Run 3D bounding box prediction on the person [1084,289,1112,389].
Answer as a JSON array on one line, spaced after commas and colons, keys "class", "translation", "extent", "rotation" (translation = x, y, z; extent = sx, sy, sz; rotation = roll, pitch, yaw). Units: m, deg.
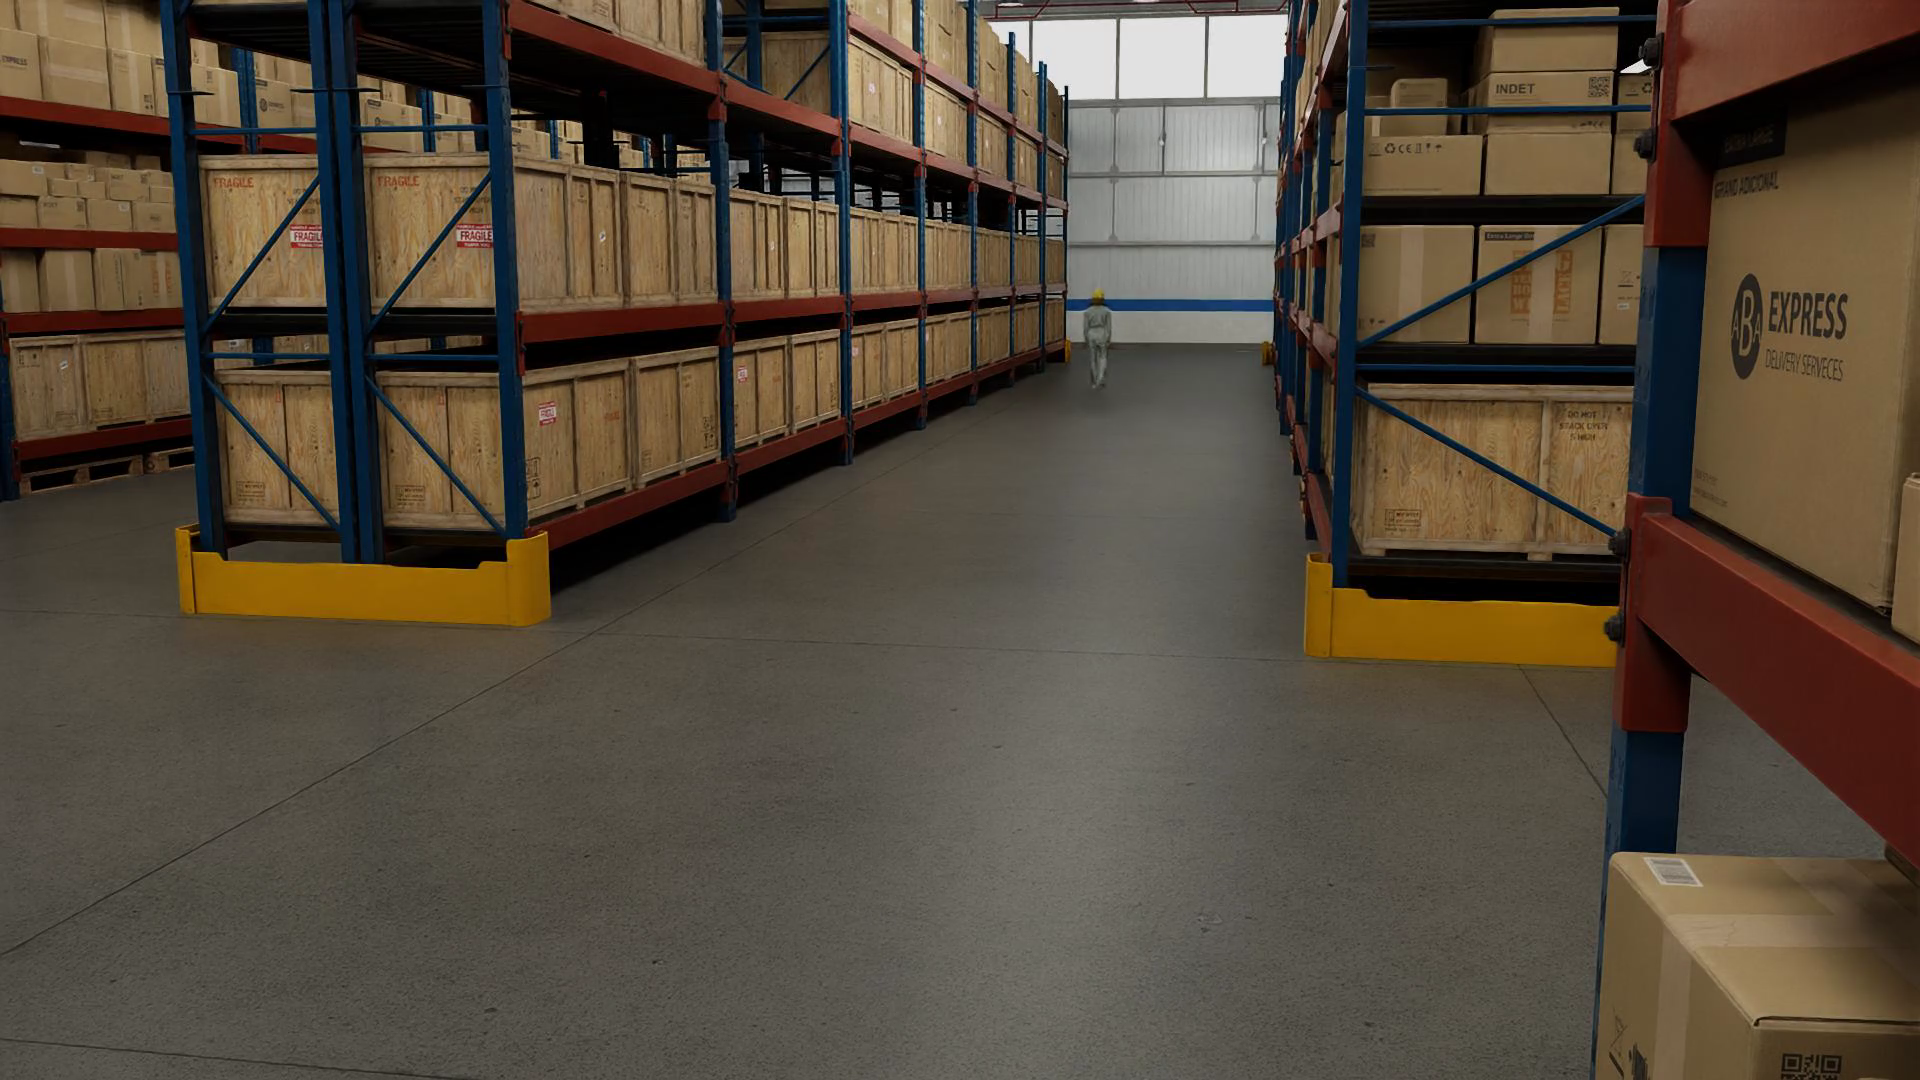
[{"class": "person", "translation": [2.389, -3.492, 28.914], "extent": [0.498, 1.726, 0.451], "rotation": [1, 9, 8]}]
